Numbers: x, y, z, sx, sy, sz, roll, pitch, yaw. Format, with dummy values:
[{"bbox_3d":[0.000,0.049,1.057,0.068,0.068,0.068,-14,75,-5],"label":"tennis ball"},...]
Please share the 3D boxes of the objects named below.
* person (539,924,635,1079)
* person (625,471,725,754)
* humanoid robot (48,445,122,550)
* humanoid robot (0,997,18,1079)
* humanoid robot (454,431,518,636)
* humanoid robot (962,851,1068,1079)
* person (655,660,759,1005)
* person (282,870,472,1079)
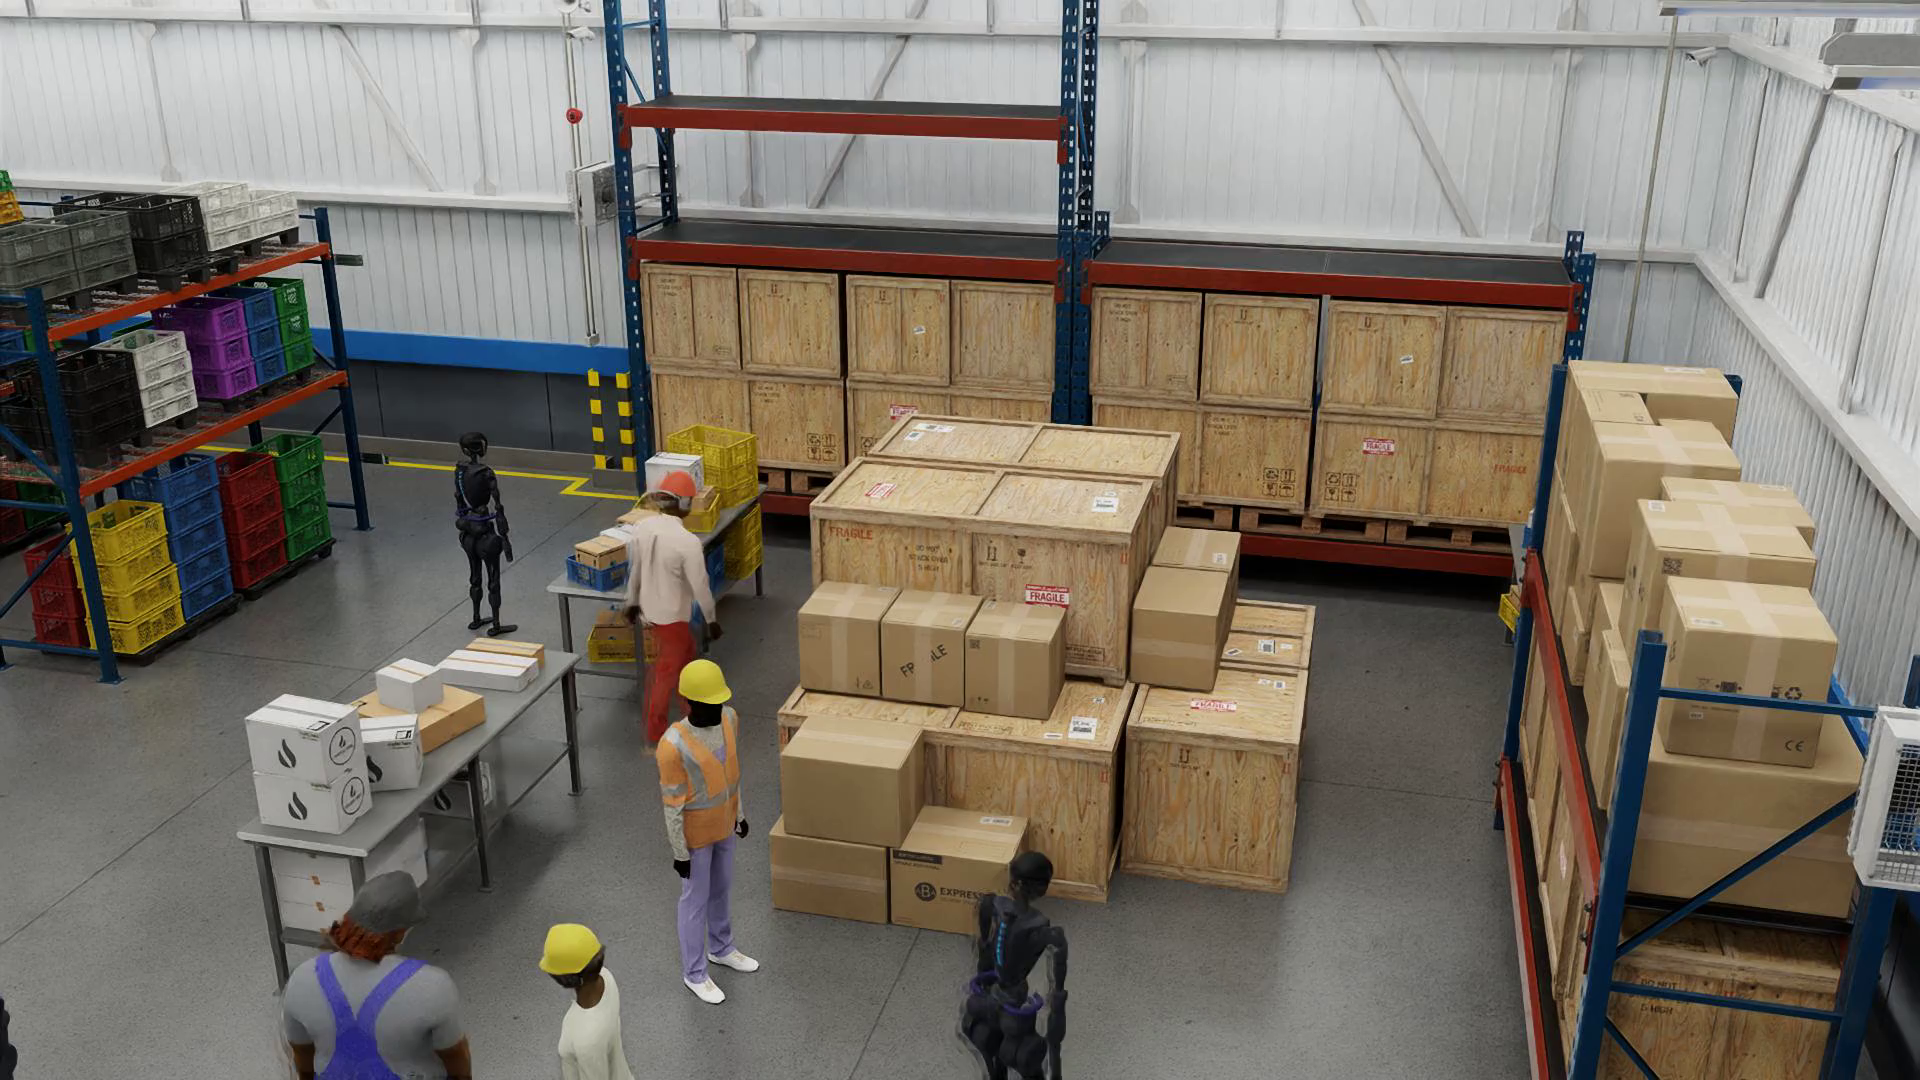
[{"bbox_3d":[-1.500,2.339,6.837,0.334,1.760,0.525,-2,21,-6],"label":"person"},{"bbox_3d":[-1.941,0.477,11.440,0.810,1.943,0.684,-19,28,-40],"label":"person"},{"bbox_3d":[-7.754,-0.612,14.704,0.376,1.649,0.619,19,28,40],"label":"humanoid robot"},{"bbox_3d":[-4.368,2.214,7.264,0.591,1.656,0.326,5,21,13],"label":"humanoid robot"},{"bbox_3d":[-3.801,-0.068,13.231,0.611,1.657,0.309,16,26,35],"label":"humanoid robot"},{"bbox_3d":[0.258,2.148,7.472,0.585,1.636,0.480,17,27,38],"label":"humanoid robot"},{"bbox_3d":[-1.323,1.508,8.779,0.367,1.927,0.586,11,23,26],"label":"person"},{"bbox_3d":[-2.303,2.212,6.781,0.705,2.000,0.541,2,21,6],"label":"person"}]
